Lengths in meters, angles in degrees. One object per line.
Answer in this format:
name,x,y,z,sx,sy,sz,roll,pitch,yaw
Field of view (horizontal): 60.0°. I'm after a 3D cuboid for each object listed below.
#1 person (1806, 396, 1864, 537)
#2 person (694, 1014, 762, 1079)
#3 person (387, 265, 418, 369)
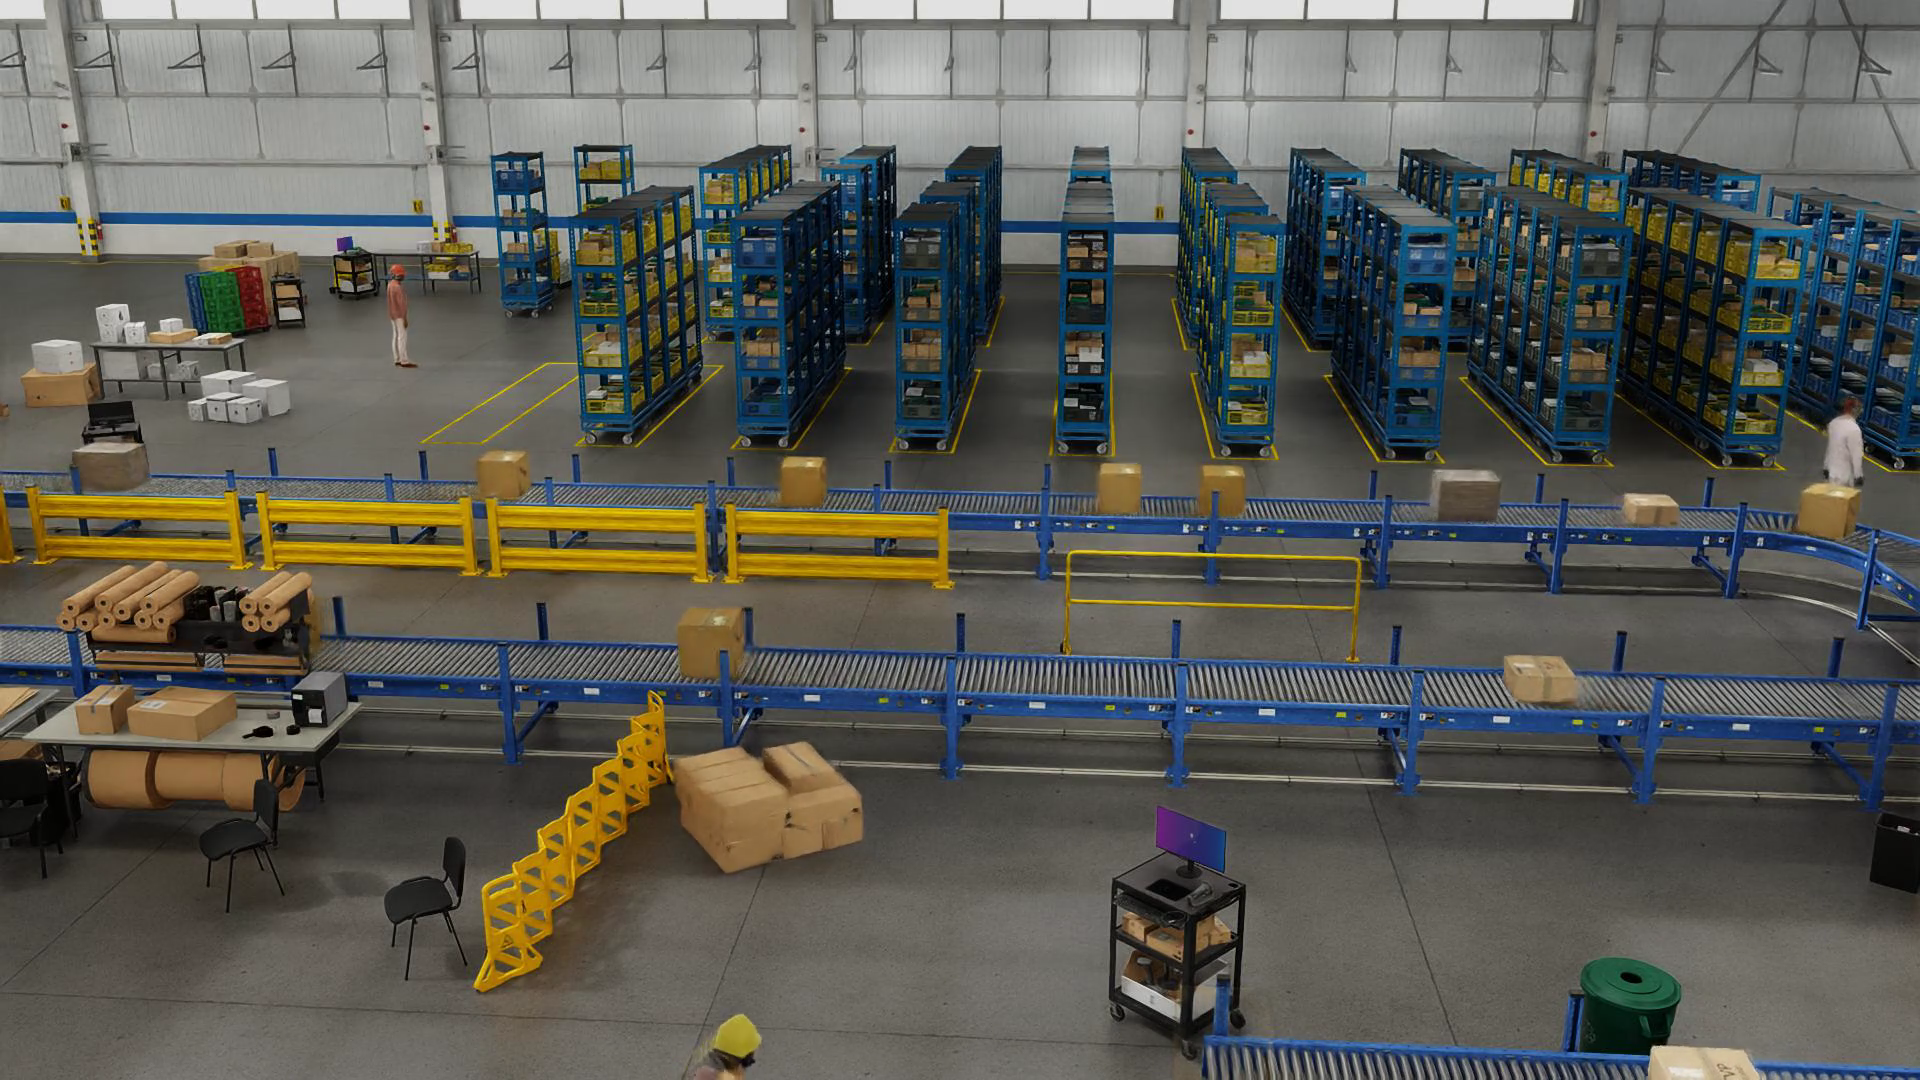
person,11.343,-0.934,21.461,0.937,1.874,0.642,3,18,9
person,-1.127,3.215,8.500,0.528,1.752,0.397,10,20,28
person,-10.734,-4.283,31.904,0.408,1.982,0.612,-14,22,-37
